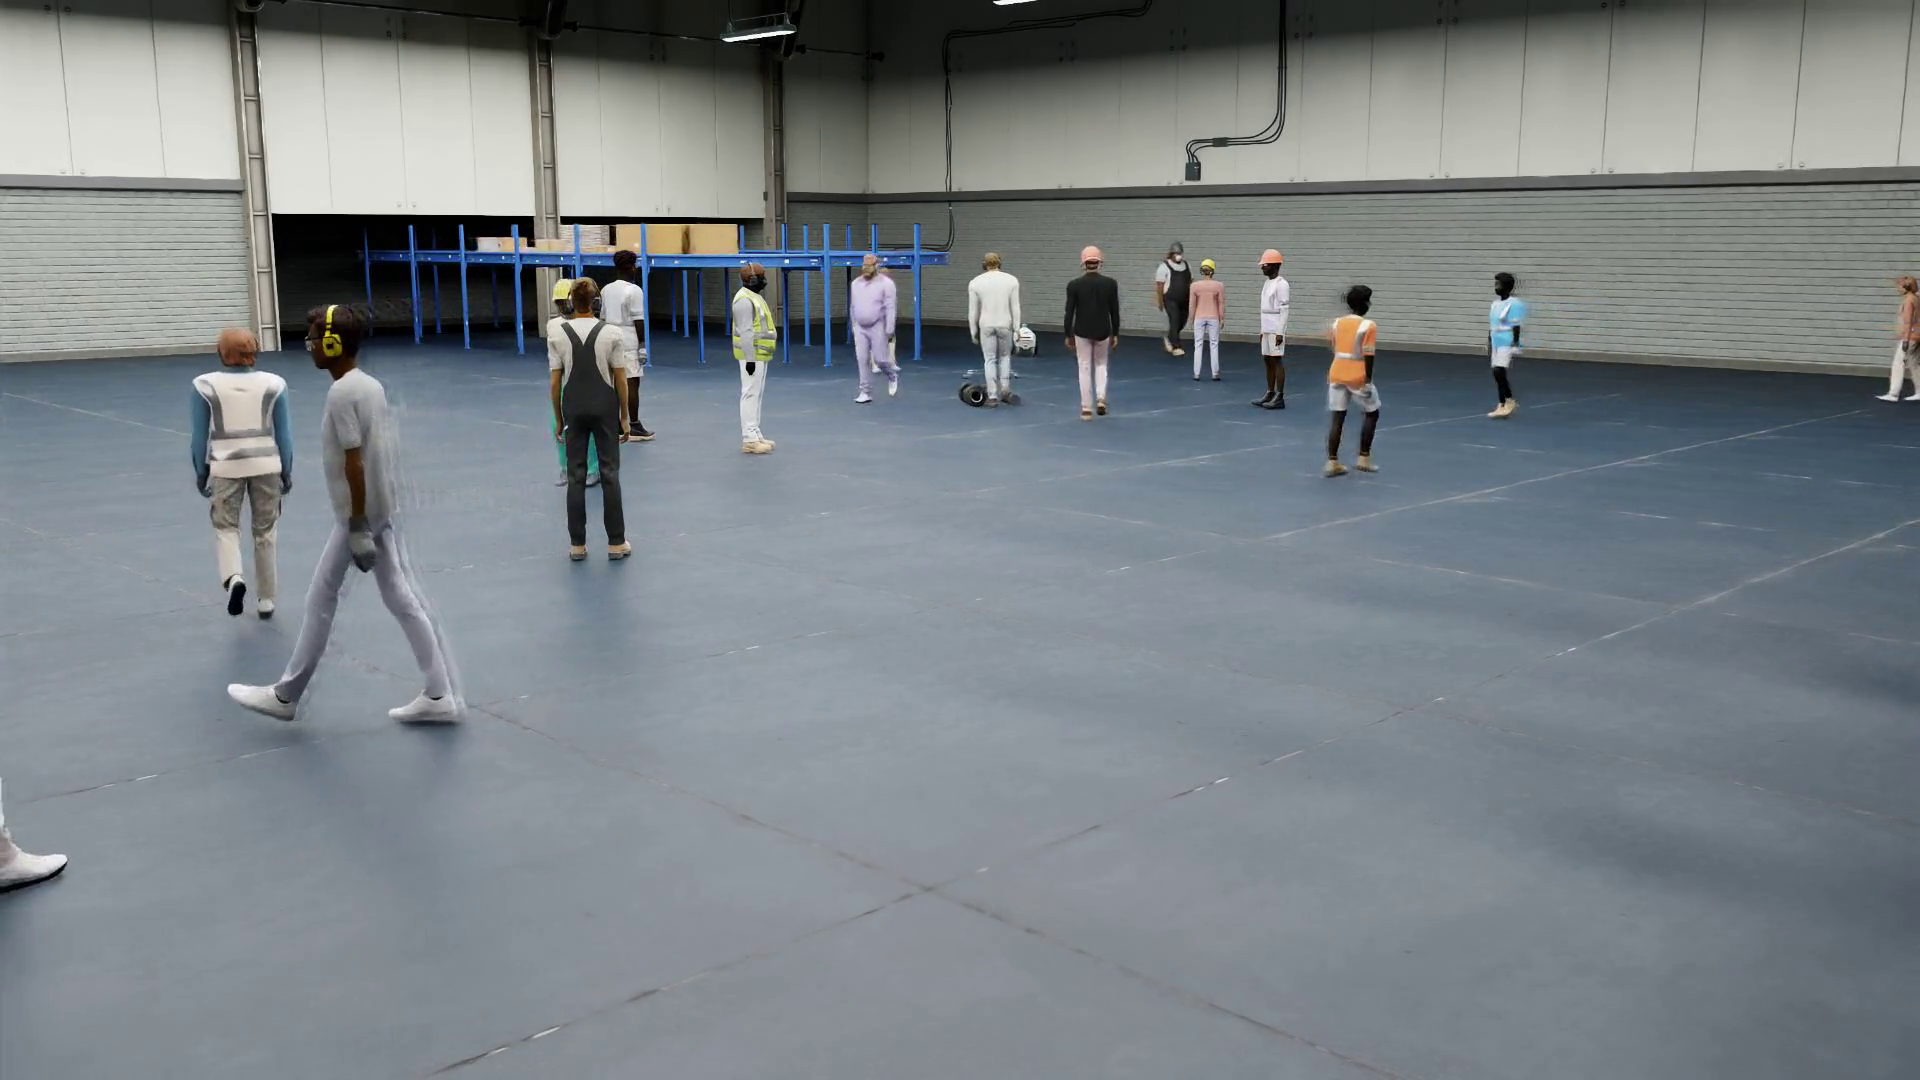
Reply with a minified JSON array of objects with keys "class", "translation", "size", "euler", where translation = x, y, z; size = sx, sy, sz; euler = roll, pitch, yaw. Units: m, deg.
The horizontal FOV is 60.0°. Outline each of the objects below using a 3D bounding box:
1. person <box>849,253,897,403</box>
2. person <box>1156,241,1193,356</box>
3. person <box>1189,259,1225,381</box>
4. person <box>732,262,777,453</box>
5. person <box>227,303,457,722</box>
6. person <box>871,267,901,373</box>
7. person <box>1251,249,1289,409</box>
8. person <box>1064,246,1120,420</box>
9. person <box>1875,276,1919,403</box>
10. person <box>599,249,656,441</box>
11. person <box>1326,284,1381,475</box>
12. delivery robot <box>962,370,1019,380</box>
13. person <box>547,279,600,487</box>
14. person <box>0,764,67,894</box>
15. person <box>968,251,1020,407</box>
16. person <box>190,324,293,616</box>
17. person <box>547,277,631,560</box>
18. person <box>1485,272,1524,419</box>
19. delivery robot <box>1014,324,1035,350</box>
[{"class":"person","translation":[-1.096,-2.711,21.243],"size":[0.648,1.887,0.630],"euler":[6,12,28]},{"class":"person","translation":[3.841,-4.332,29.768],"size":[0.687,2.000,0.862],"euler":[-5,11,-25]},{"class":"person","translation":[3.608,-3.212,24.319],"size":[0.524,1.760,0.327],"euler":[2,11,13]},{"class":"person","translation":[-2.013,-1.797,16.360],"size":[0.429,1.846,0.633],"euler":[0,10,2]},{"class":"person","translation":[-2.665,-0.097,7.155],"size":[0.982,1.813,0.559],"euler":[0,10,0]},{"class":"person","translation":[-1.177,-3.408,25.779],"size":[0.518,1.607,0.667],"euler":[5,11,25]},{"class":"person","translation":[3.813,-2.588,20.425],"size":[0.373,1.934,0.551],"euler":[-2,11,-13]},{"class":"person","translation":[1.505,-2.378,19.140],"size":[0.642,1.982,0.435],"euler":[-1,10,-7]},{"class":"person","translation":[12.034,-2.548,21.135],"size":[0.462,1.610,0.670],"euler":[9,13,39]},{"class":"person","translation":[-3.474,-2.027,17.284],"size":[0.608,1.966,0.374],"euler":[8,13,38]},{"class":"person","translation":[3.515,-1.413,14.728],"size":[0.594,1.679,0.546],"euler":[-8,13,-37]},{"class":"delivery robot","translation":[0.385,-2.143,20.921],"size":[0.698,0.223,0.335],"euler":[-2,11,-11]},{"class":"person","translation":[-3.237,-1.308,13.957],"size":[0.539,1.746,0.527],"euler":[3,11,14]},{"class":"person","translation":[-3.372,0.248,5.167],"size":[0.684,1.871,0.822],"euler":[9,14,40]},{"class":"person","translation":[0.424,-2.631,20.741],"size":[0.643,1.904,0.634],"euler":[0,10,-2]},{"class":"person","translation":[-3.915,-0.358,9.113],"size":[0.516,1.631,0.485],"euler":[-5,12,-25]},{"class":"person","translation":[-2.421,-0.794,10.903],"size":[0.506,1.842,0.346],"euler":[-1,10,-4]},{"class":"person","translation":[6.236,-2.230,19.138],"size":[0.373,1.681,0.554],"euler":[-2,11,-12]},{"class":"delivery robot","translation":[1.139,-3.572,29.421],"size":[0.477,0.478,0.707],"euler":[-1,10,-2]}]
